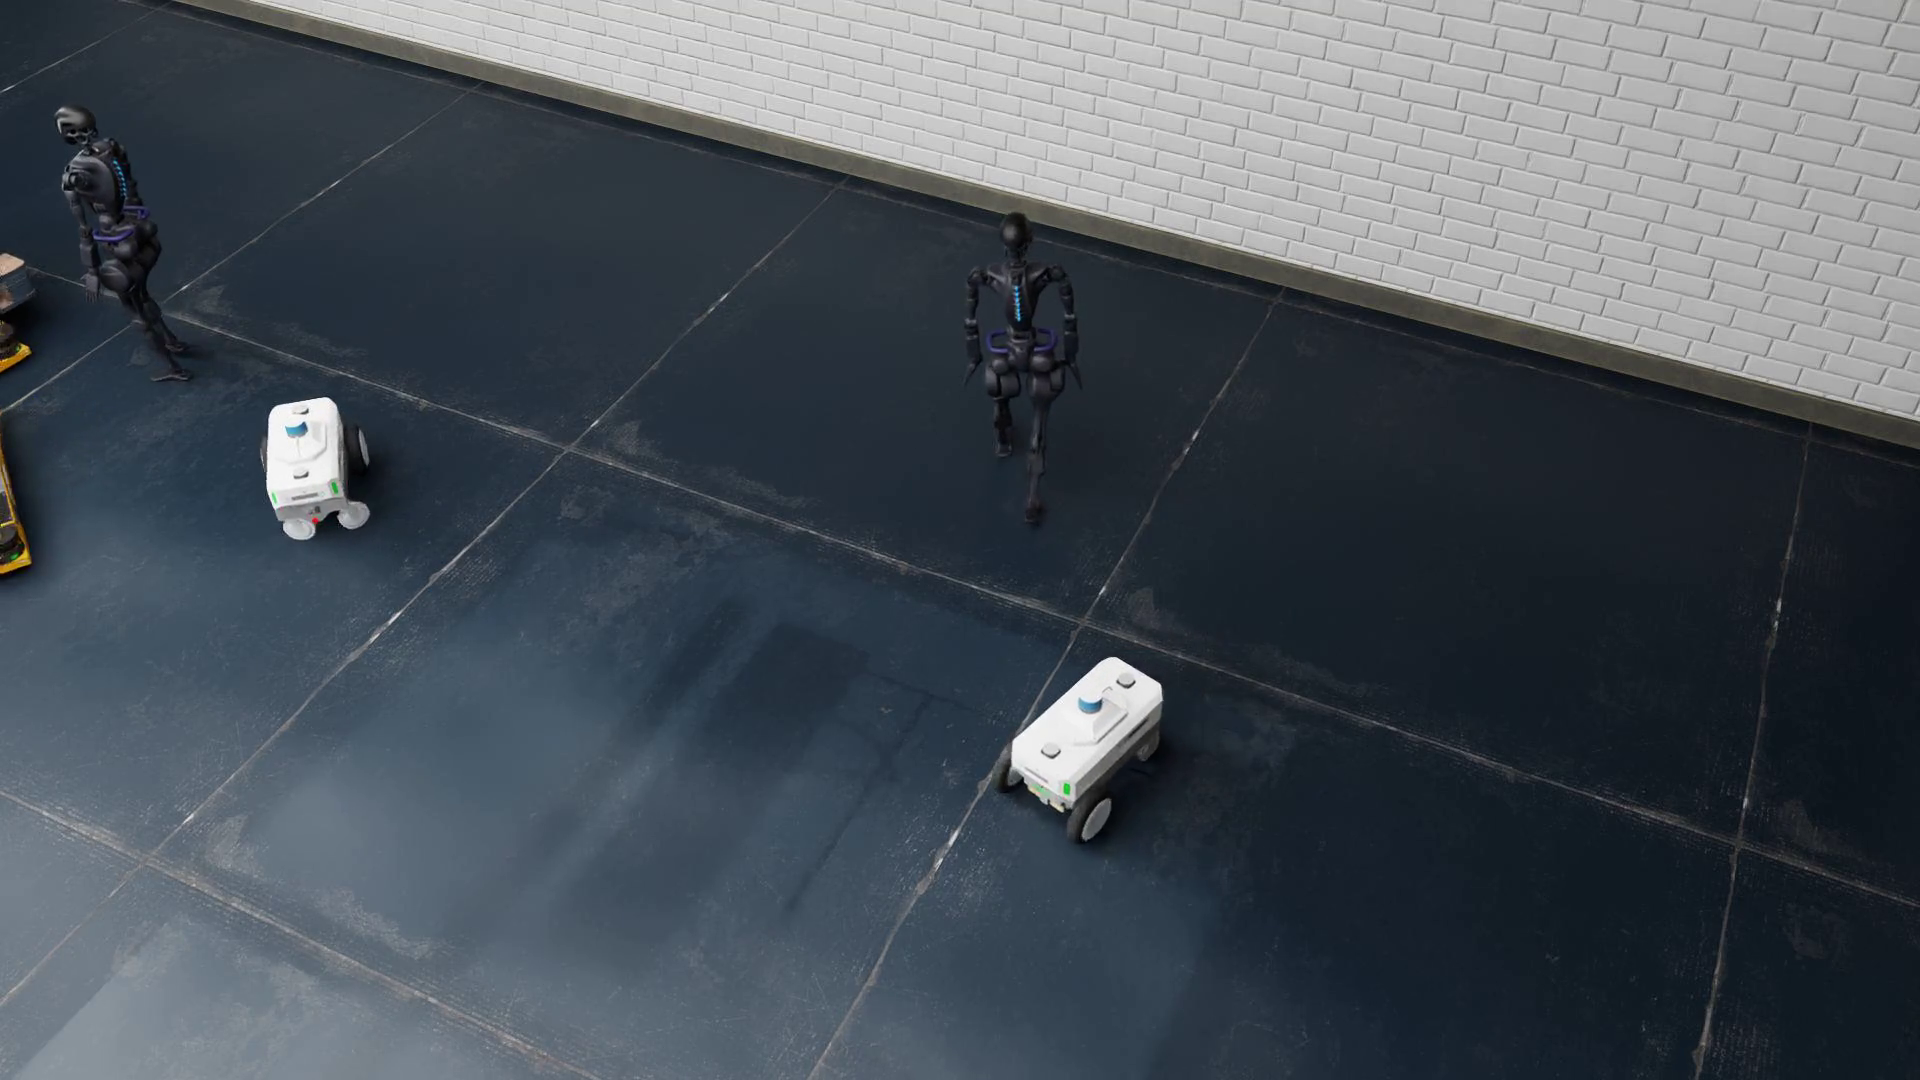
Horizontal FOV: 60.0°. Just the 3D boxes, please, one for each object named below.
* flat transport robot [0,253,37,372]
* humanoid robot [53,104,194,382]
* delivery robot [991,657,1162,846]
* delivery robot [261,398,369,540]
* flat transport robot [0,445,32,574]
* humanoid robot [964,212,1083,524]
[{"bbox_3d":[-6.084,-1.170,9.518,1.431,0.231,0.659,22,47,22],"label":"flat transport robot"},{"bbox_3d":[-4.502,-1.556,8.897,0.359,1.656,0.609,5,43,5],"label":"humanoid robot"},{"bbox_3d":[0.532,0.871,7.116,0.499,0.610,0.814,31,51,29],"label":"delivery robot"},{"bbox_3d":[-3.301,-0.396,8.462,0.520,0.581,0.750,-11,44,-12],"label":"delivery robot"},{"bbox_3d":[-5.232,-0.237,8.511,0.659,0.231,1.431,-22,47,-22],"label":"flat transport robot"},{"bbox_3d":[0.318,-0.917,8.249,0.596,1.615,0.797,2,43,2],"label":"humanoid robot"}]
